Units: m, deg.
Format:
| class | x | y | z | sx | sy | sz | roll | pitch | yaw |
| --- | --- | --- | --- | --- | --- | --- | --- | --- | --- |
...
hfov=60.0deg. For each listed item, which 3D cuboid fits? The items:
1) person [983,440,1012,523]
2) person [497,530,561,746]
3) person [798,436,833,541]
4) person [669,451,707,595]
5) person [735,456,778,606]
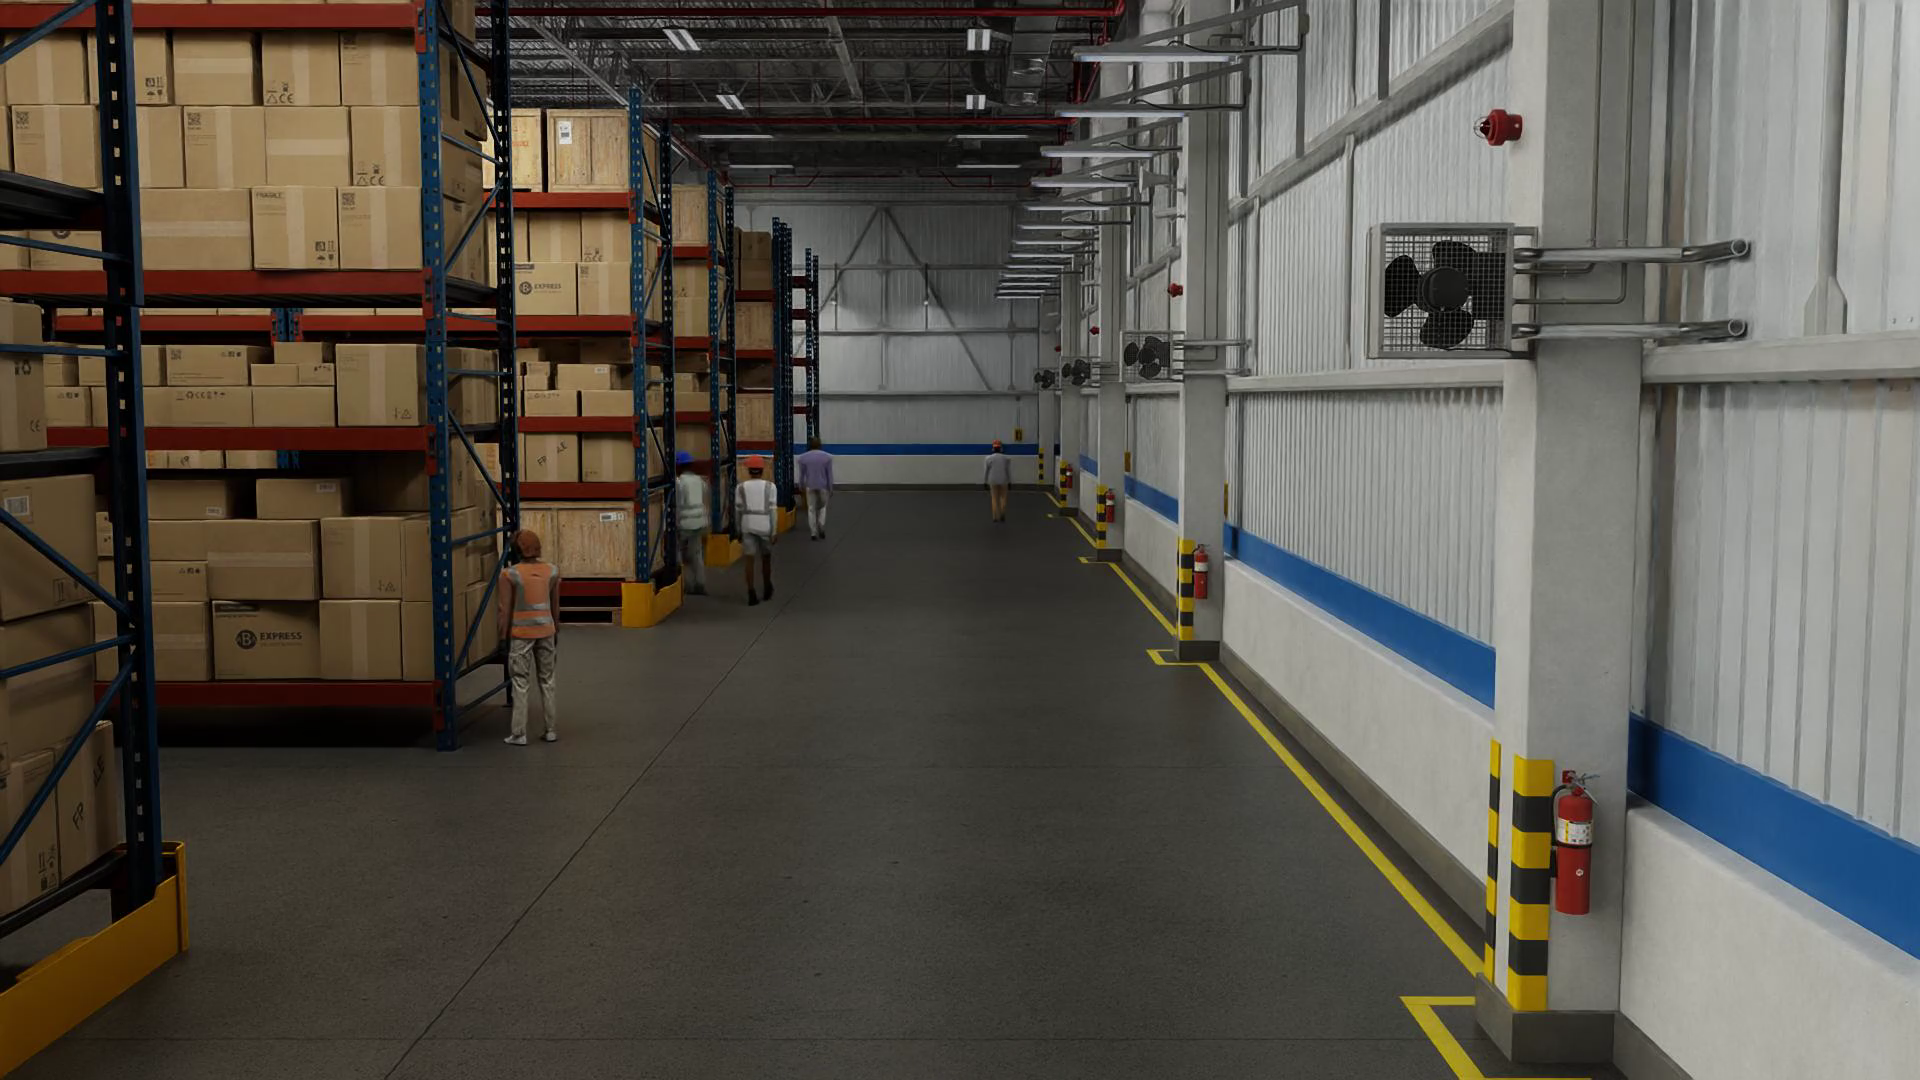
| class | x | y | z | sx | sy | sz | roll | pitch | yaw |
| --- | --- | --- | --- | --- | --- | --- | --- | --- | --- |
| person | 0.778 | -1.228 | 34.849 | 0.584 | 1.715 | 0.835 | 0 | 5 | -2 |
| person | -3.240 | 0.734 | 12.555 | 0.521 | 1.631 | 0.321 | -5 | 7 | -44 |
| person | -2.645 | -0.950 | 30.501 | 0.652 | 1.914 | 0.776 | 0 | 5 | -2 |
| person | -3.617 | -0.216 | 21.958 | 0.591 | 1.921 | 0.621 | 3 | 6 | 32 |
| person | -2.585 | -0.132 | 21.221 | 0.557 | 1.875 | 1.021 | 0 | 5 | 2 |
